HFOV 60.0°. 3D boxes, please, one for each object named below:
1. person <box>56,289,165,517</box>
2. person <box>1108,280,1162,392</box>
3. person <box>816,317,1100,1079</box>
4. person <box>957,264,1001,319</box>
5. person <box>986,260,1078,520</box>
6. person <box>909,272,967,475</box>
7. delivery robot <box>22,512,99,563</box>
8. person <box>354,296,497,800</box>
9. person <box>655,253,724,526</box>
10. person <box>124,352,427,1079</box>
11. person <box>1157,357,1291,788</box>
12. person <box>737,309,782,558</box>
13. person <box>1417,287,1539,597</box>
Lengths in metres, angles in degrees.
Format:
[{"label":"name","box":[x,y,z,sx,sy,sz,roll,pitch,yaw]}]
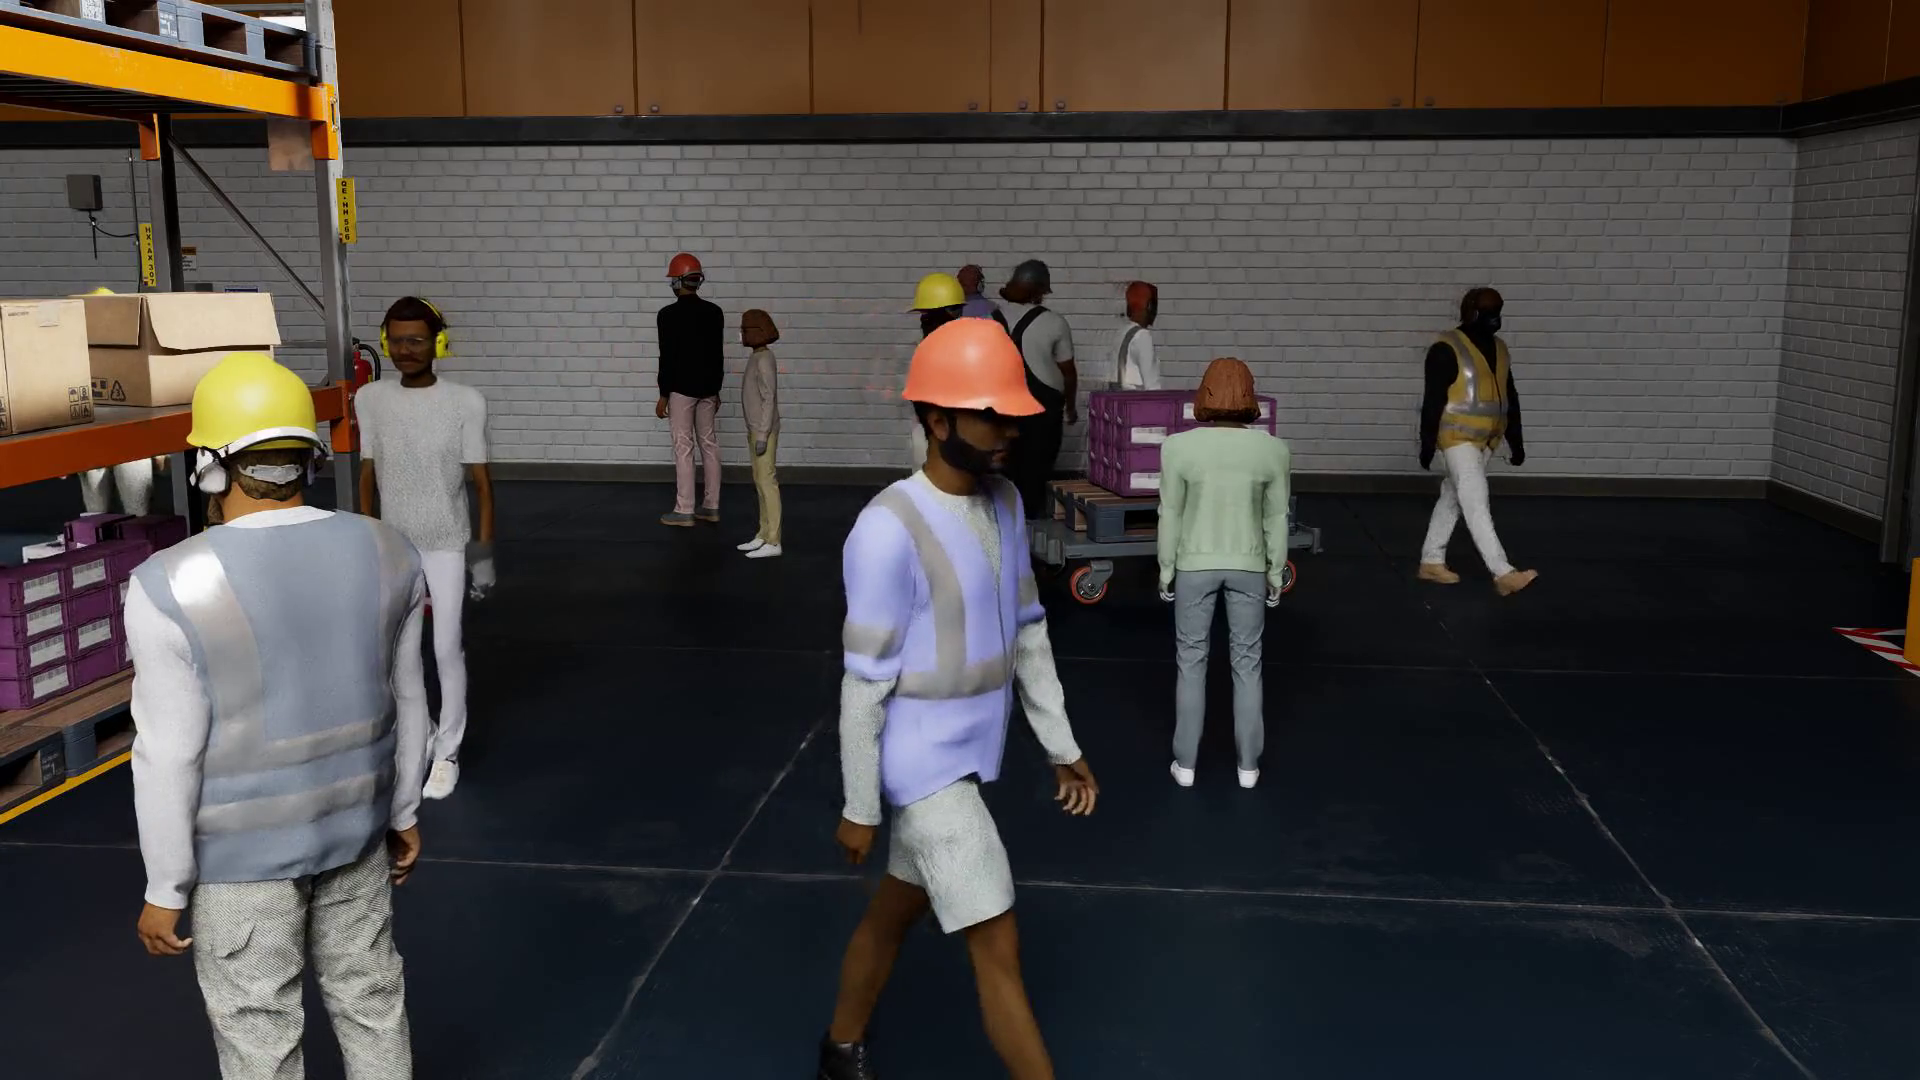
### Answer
[{"label":"person","box":[-4.783,-0.497,9.361,0.599,1.801,0.780,-4,11,-24]},{"label":"person","box":[1.076,-0.788,10.952,1.000,1.833,0.552,0,10,-2]},{"label":"person","box":[0.055,0.475,3.567,1.021,1.875,0.552,5,11,26]},{"label":"person","box":[0.087,-1.257,13.395,0.652,1.906,0.403,3,10,15]},{"label":"person","box":[0.452,-0.962,11.318,0.680,2.000,1.022,5,11,27]},{"label":"person","box":[-0.062,-0.315,7.990,0.415,1.918,0.581,6,12,32]},{"label":"delivery robot","box":[-4.841,0.088,9.288,0.477,0.478,0.707,3,10,18]},{"label":"person","box":[-1.973,0.043,6.093,0.561,1.855,0.400,0,10,0]},{"label":"person","box":[-1.990,-1.101,12.245,0.381,1.994,0.617,8,12,37]},{"label":"person","box":[-1.305,0.558,3.211,0.404,1.832,0.600,7,12,35]},{"label":"person","box":[0.989,0.128,6.274,0.494,1.623,0.286,0,10,1]},{"label":"person","box":[-1.329,-0.703,11.004,0.281,1.633,0.500,-3,10,-16]},{"label":"person","box":[3.097,-0.577,9.811,0.660,1.791,0.952,-8,12,-37]}]
